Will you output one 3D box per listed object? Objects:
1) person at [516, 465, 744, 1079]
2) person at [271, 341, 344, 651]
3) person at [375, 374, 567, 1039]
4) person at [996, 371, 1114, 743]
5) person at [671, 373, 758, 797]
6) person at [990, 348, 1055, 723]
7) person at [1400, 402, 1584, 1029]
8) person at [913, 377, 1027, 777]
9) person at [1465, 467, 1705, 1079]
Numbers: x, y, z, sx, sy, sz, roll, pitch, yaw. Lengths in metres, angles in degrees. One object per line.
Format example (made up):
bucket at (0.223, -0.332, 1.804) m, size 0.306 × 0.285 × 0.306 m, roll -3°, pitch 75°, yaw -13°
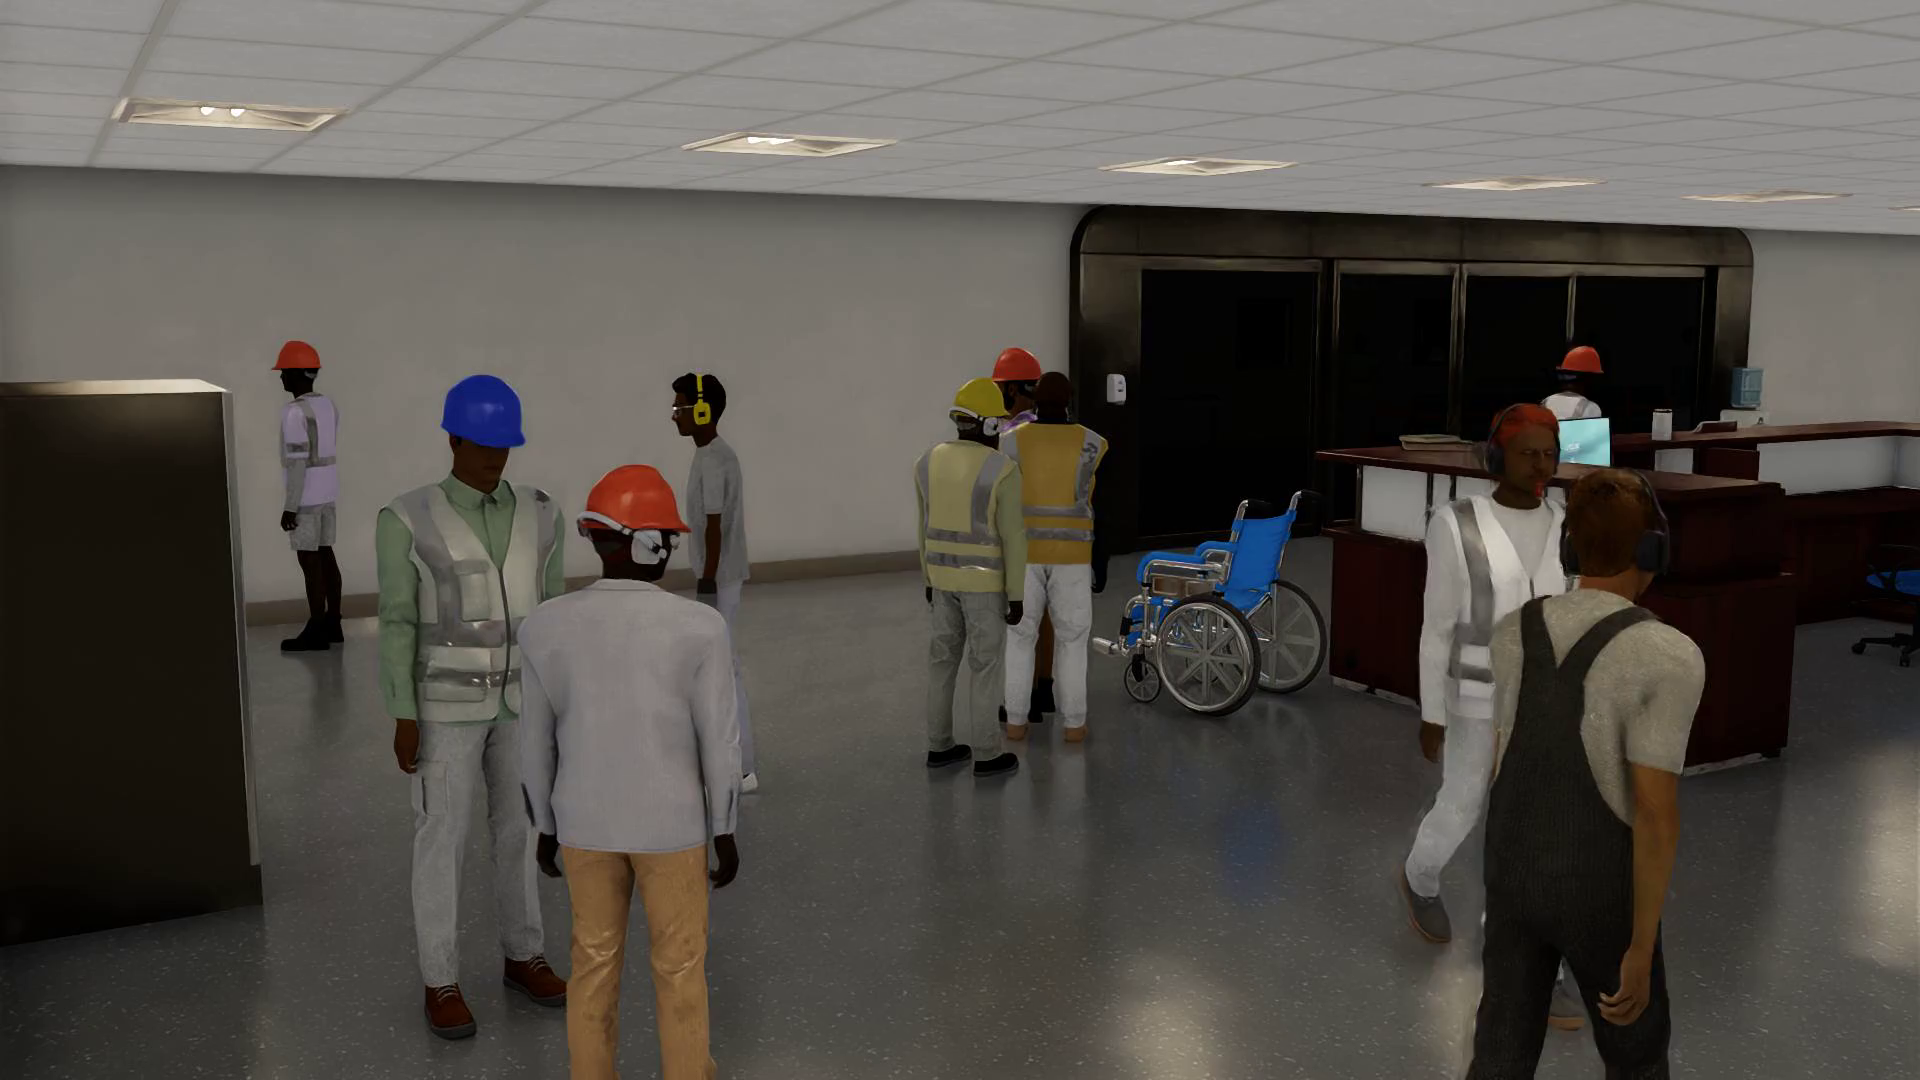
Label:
person at (-0.806, 0.685, 4.161) m, size 0.564 × 1.747 × 0.339 m, roll 2°, pitch 8°, yaw 12°
person at (-4.094, -0.273, 10.419) m, size 0.354 × 1.939 × 0.544 m, roll 0°, pitch 8°, yaw 4°
person at (-1.426, 0.478, 4.973) m, size 0.602 × 1.943 × 0.394 m, roll -7°, pitch 11°, yaw -43°
person at (0.447, 0.090, 8.210) m, size 0.617 × 1.836 × 0.433 m, roll 1°, pitch 8°, yaw 5°
person at (-1.084, 0.195, 7.344) m, size 0.339 × 1.860 × 0.499 m, roll -1°, pitch 8°, yaw -11°
person at (0.303, -0.024, 8.622) m, size 0.373 × 1.935 × 0.552 m, roll 3°, pitch 8°, yaw 22°
person at (1.684, 0.488, 5.232) m, size 0.582 × 1.855 × 0.886 m, roll -1°, pitch 8°, yaw -9°
person at (0.065, 0.175, 7.605) m, size 0.596 × 1.828 × 0.403 m, roll 6°, pitch 10°, yaw 37°
person at (1.325, 0.752, 3.490) m, size 0.842 × 1.796 × 0.506 m, roll -6°, pitch 10°, yaw -37°
